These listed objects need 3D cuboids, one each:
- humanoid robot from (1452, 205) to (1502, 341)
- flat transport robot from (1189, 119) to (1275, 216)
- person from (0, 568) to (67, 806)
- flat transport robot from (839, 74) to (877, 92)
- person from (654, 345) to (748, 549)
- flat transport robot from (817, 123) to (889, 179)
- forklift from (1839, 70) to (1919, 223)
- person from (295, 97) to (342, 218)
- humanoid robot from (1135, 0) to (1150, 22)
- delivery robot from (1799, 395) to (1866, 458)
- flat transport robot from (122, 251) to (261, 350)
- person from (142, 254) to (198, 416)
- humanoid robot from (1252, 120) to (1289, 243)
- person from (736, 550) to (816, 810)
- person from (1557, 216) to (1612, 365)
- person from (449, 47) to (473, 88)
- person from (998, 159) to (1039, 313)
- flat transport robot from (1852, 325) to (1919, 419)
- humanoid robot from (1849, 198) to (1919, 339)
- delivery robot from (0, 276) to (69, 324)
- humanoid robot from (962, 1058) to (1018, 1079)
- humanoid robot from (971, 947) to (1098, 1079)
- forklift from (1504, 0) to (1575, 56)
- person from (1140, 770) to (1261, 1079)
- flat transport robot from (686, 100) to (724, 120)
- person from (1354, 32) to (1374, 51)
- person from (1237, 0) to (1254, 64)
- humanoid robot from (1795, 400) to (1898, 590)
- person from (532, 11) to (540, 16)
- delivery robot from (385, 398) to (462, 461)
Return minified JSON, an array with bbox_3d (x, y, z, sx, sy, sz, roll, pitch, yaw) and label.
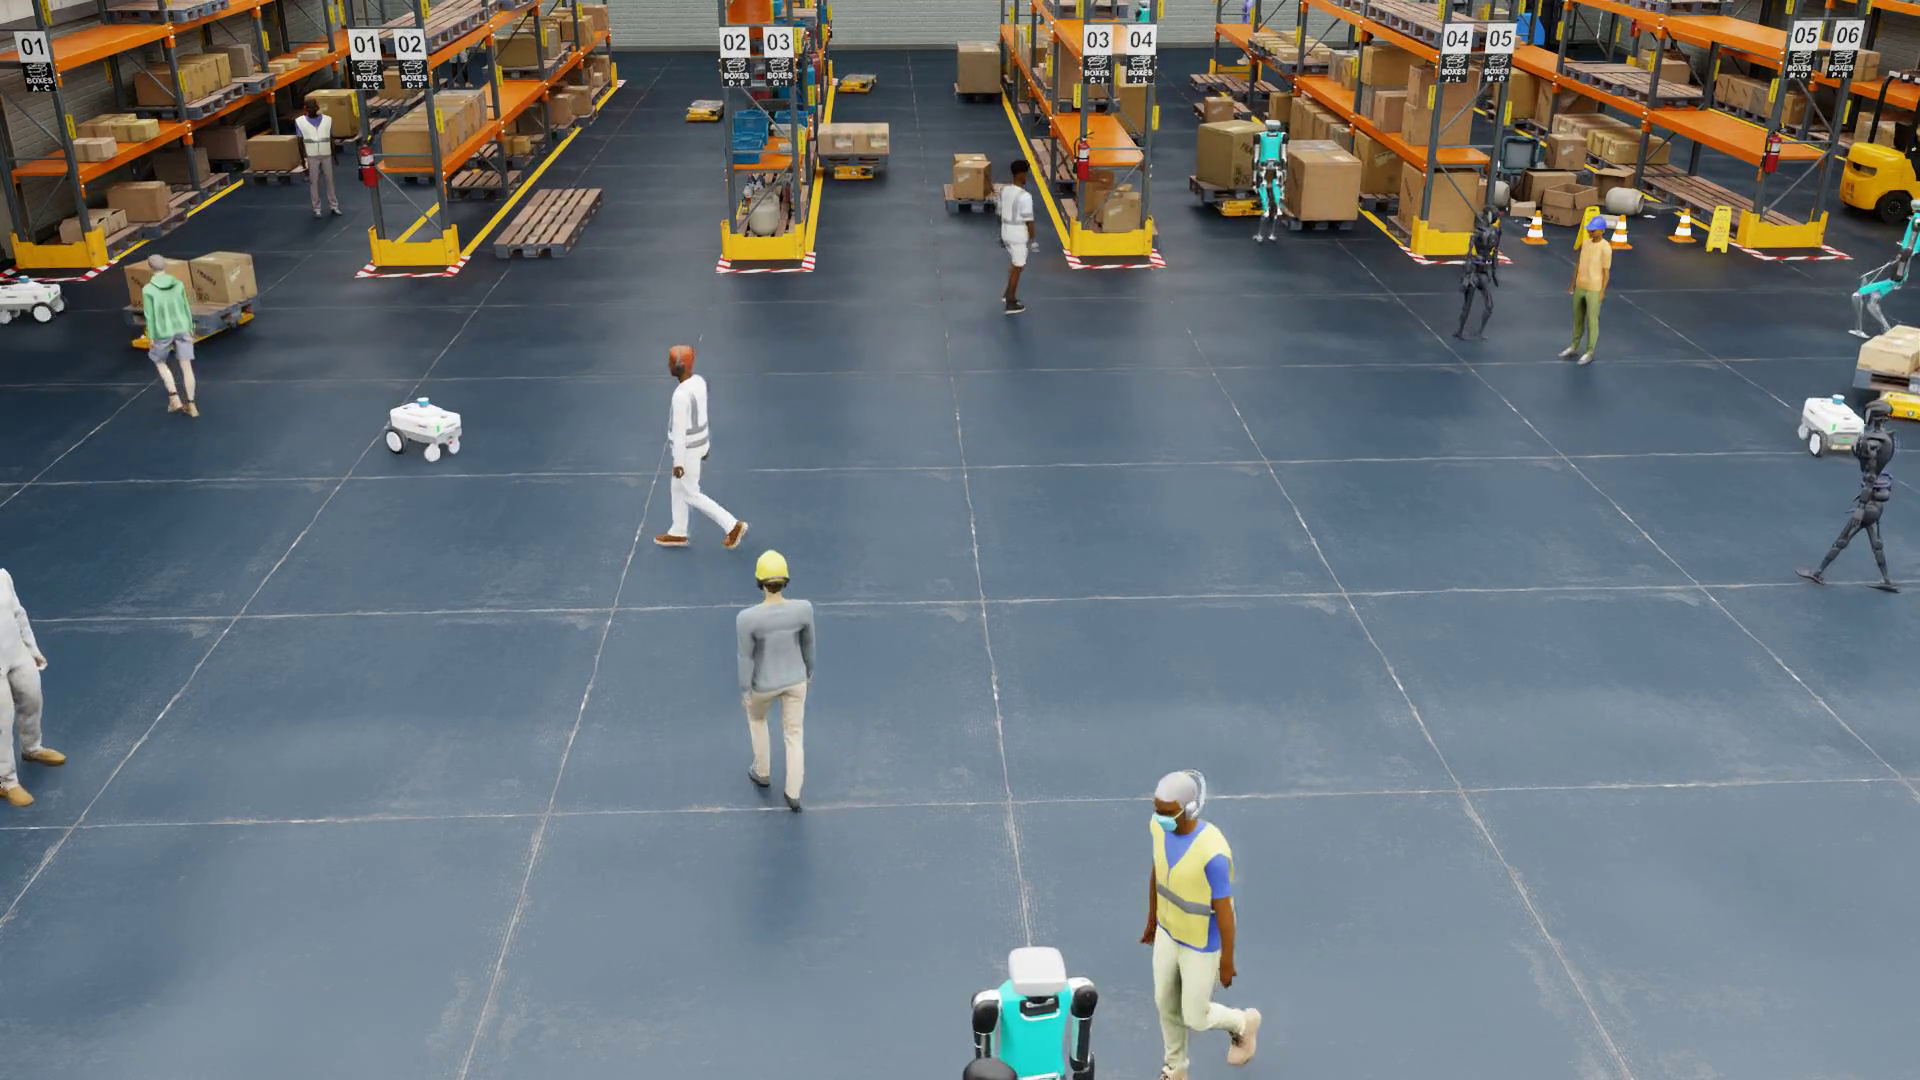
[{"bbox_3d":[6.232,-3.196,19.928,0.589,1.640,0.440,-16,29,-32],"label":"humanoid robot"},{"bbox_3d":[4.381,-5.457,26.734,0.659,0.231,1.431,-2,24,-5],"label":"flat transport robot"},{"bbox_3d":[-6.221,0.793,10.720,0.535,1.872,0.721,7,25,16],"label":"person"},{"bbox_3d":[-2.318,-10.393,37.825,0.659,0.231,1.431,2,24,5],"label":"flat transport robot"},{"bbox_3d":[-2.267,-0.772,14.256,0.824,1.855,0.581,3,24,7],"label":"person"},{"bbox_3d":[-1.854,-6.556,29.204,0.659,0.231,1.431,-1,24,-2],"label":"flat transport robot"},{"bbox_3d":[15.132,-6.143,25.915,2.313,2.155,1.214,-1,24,-2],"label":"forklift"},{"bbox_3d":[-10.018,-5.982,25.974,0.569,1.845,0.383,-17,29,-33],"label":"person"},{"bbox_3d":[4.139,-11.843,39.114,0.533,1.677,0.735,-18,30,-35],"label":"humanoid robot"},{"bbox_3d":[8.775,-1.148,16.705,0.499,0.599,0.774,1,24,2],"label":"delivery robot"},{"bbox_3d":[-9.379,-2.621,20.362,0.659,0.231,1.431,6,25,12],"label":"flat transport robot"},{"bbox_3d":[-8.300,-2.151,17.502,0.499,1.724,0.403,-21,32,-39],"label":"person"},{"bbox_3d":[4.563,-5.218,24.334,0.534,1.750,0.696,-2,24,-4],"label":"humanoid robot"},{"bbox_3d":[-1.198,0.858,10.719,0.540,1.742,0.678,-9,26,-20],"label":"person"},{"bbox_3d":[7.223,-2.882,19.168,0.373,1.716,0.457,-11,26,-23],"label":"person"},{"bbox_3d":[-11.359,-11.091,37.632,0.540,1.700,0.316,2,24,4],"label":"person"},{"bbox_3d":[0.746,-3.832,21.027,0.500,1.949,0.612,-13,27,-27],"label":"person"},{"bbox_3d":[10.393,-1.606,18.080,0.659,0.231,1.431,13,27,27],"label":"flat transport robot"},{"bbox_3d":[11.094,-3.248,19.991,0.842,1.774,0.547,16,29,32],"label":"humanoid robot"},{"bbox_3d":[-11.690,-3.021,20.905,0.791,0.592,0.499,-2,24,-4],"label":"delivery robot"},{"bbox_3d":[0.006,2.688,6.755,0.633,1.635,0.647,-2,24,-4],"label":"humanoid robot"},{"bbox_3d":[0.349,2.565,6.892,0.531,1.796,0.672,-6,25,-12],"label":"humanoid robot"},{"bbox_3d":[14.700,-13.805,42.301,1.873,2.768,1.129,-1,24,-2],"label":"forklift"},{"bbox_3d":[1.183,1.936,8.159,0.626,1.865,0.572,-17,29,-33],"label":"person"},{"bbox_3d":[-5.255,-8.928,34.533,0.659,0.231,1.431,0,24,1],"label":"flat transport robot"},{"bbox_3d":[9.476,-11.858,39.195,0.687,1.827,0.533,-20,31,-38],"label":"person"},{"bbox_3d":[7.103,-12.685,41.094,0.393,1.800,0.594,2,24,5],"label":"person"},{"bbox_3d":[7.430,-0.360,13.609,0.778,1.619,0.609,14,27,28],"label":"humanoid robot"},{"bbox_3d":[-10.469,-12.625,40.879,0.360,1.864,0.527,-4,24,-9],"label":"person"},{"bbox_3d":[-5.374,-1.126,16.671,0.783,0.611,0.514,13,27,28],"label":"delivery robot"}]
